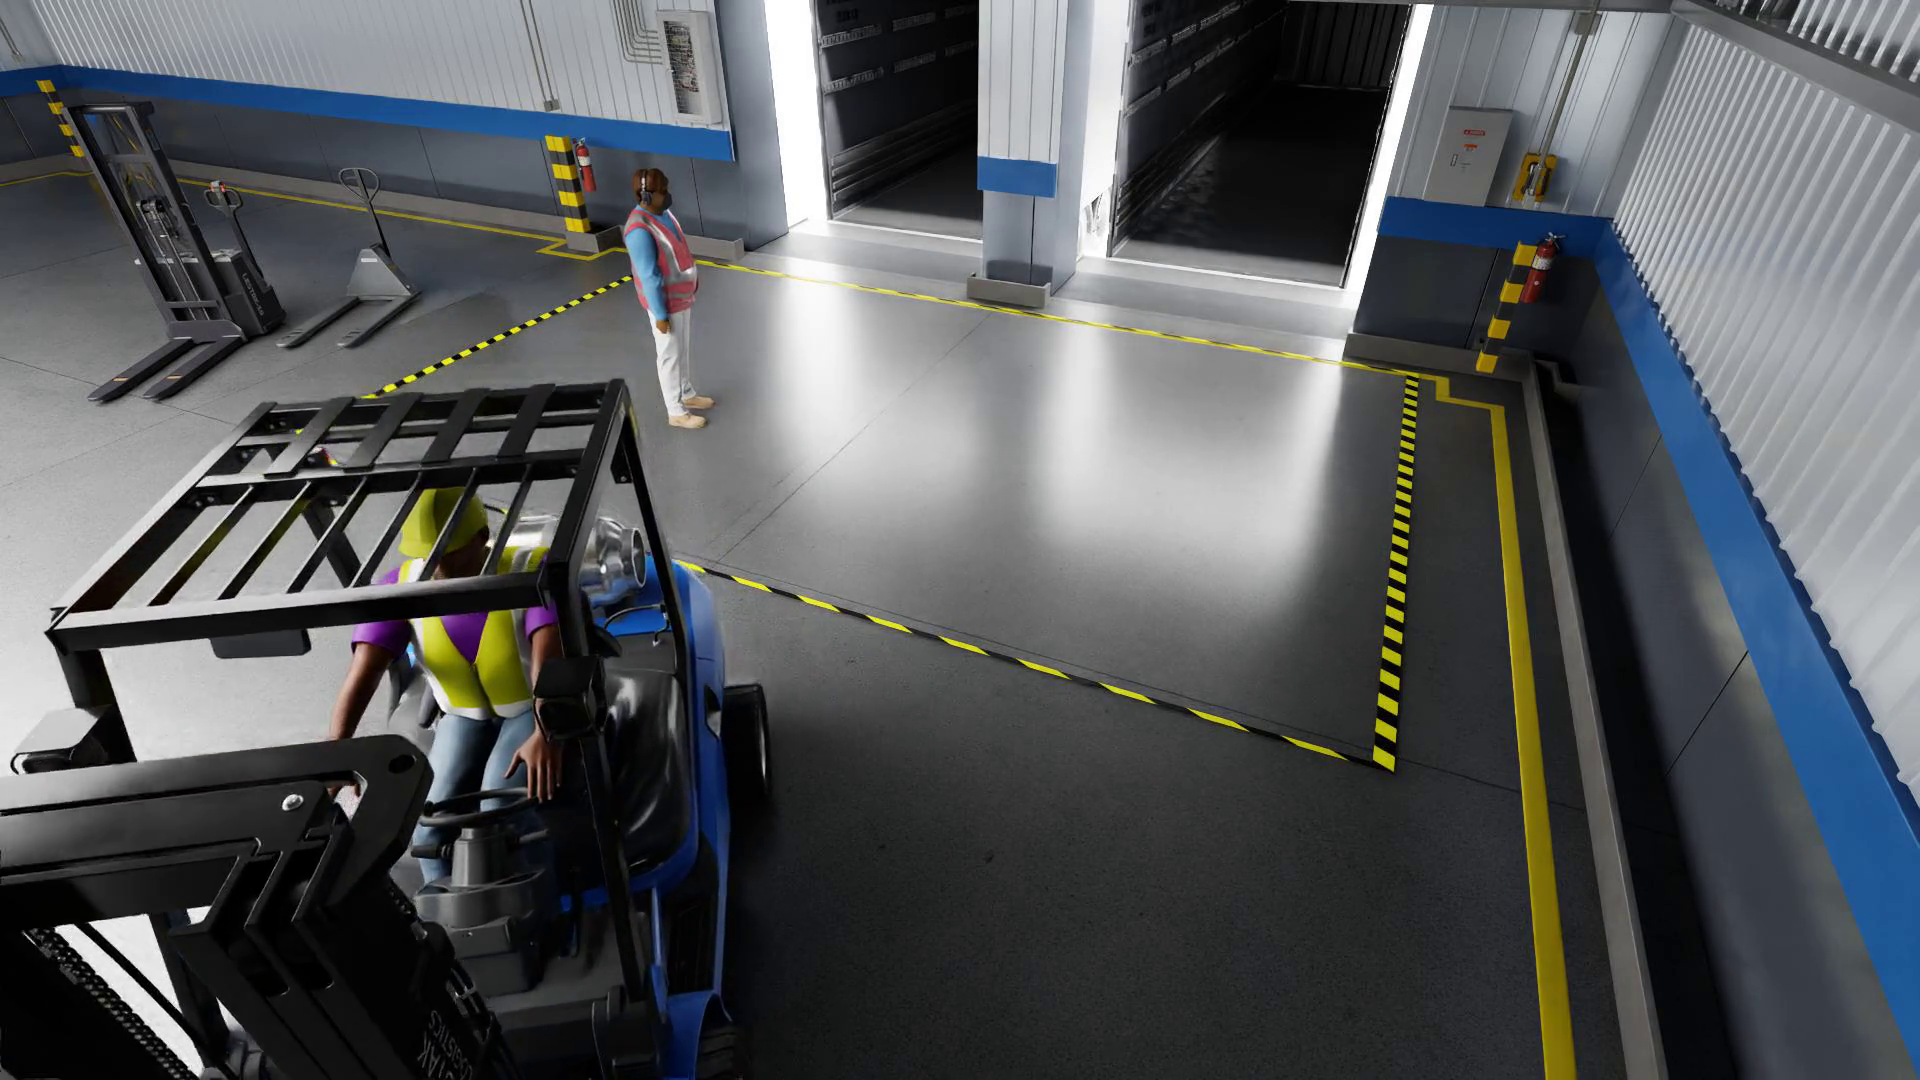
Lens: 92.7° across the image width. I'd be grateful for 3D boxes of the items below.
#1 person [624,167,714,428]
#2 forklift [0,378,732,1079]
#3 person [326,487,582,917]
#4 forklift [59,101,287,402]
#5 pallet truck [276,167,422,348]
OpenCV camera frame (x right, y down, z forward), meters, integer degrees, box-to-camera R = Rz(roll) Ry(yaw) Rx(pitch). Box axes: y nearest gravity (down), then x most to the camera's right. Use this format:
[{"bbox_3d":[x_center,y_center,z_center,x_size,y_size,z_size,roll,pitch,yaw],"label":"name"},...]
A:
[{"bbox_3d":[-2.087,-1.723,6.618,0.429,1.841,0.633,-1,35,-1],"label":"person"},{"bbox_3d":[-1.390,0.693,2.718,1.157,2.036,2.680,-5,35,-7],"label":"forklift"},{"bbox_3d":[-1.387,0.574,2.562,0.635,1.293,1.004,-5,35,-7],"label":"person"},{"bbox_3d":[-6.686,-2.387,7.434,0.823,1.965,1.885,-3,35,-5],"label":"forklift"},{"bbox_3d":[-5.732,-2.611,8.414,0.680,1.201,1.601,-1,35,-1],"label":"pallet truck"}]
